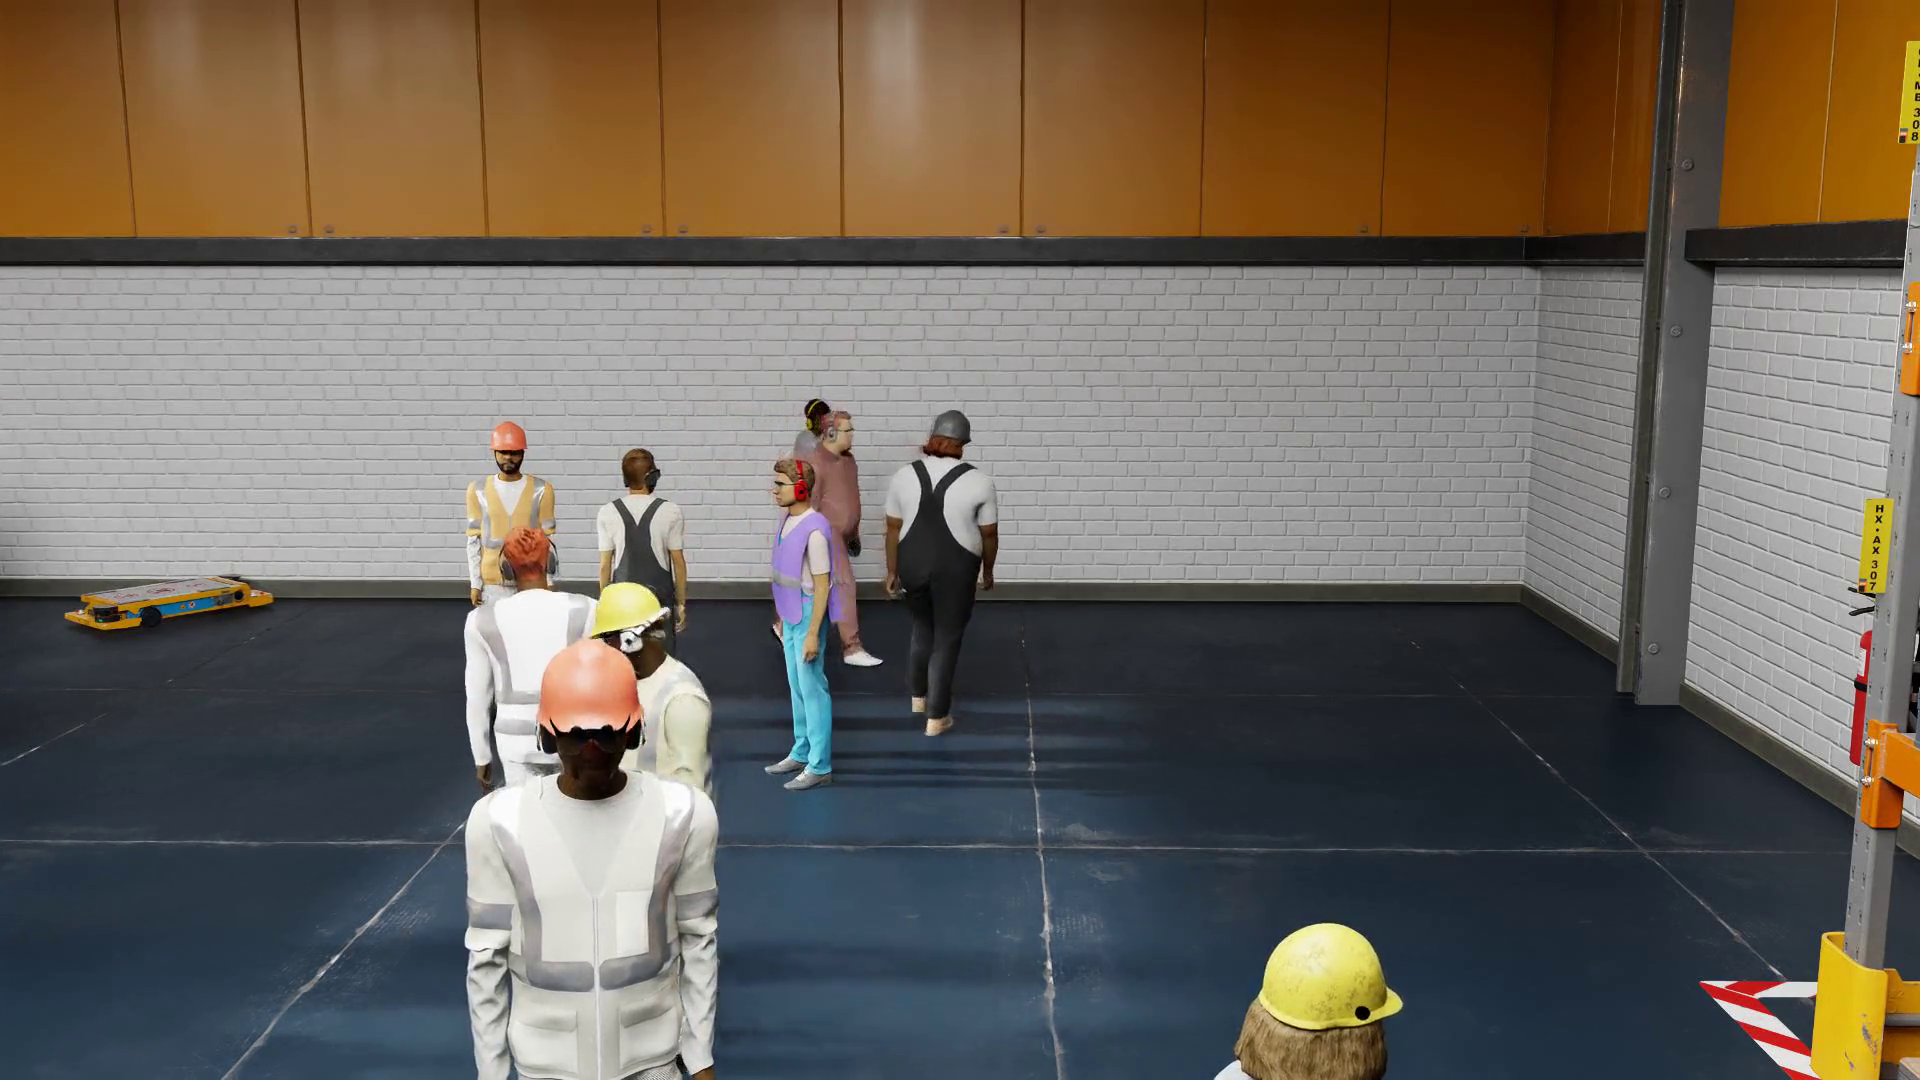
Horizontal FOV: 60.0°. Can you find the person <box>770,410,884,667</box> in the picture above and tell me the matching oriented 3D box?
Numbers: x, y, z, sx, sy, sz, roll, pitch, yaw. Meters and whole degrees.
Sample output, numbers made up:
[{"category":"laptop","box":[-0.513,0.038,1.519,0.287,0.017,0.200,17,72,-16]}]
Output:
[{"category":"person","box":[-1.012,-0.029,12.205,0.941,1.868,0.646,3,10,20]}]

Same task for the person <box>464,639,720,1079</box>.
[{"category":"person","box":[-0.878,1.238,4.052,0.608,2.044,0.372,-2,10,-14]}]

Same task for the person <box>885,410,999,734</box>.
[{"category":"person","box":[-0.078,0.162,10.503,0.702,2.000,0.795,4,10,20]}]

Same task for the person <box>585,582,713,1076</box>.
[{"category":"person","box":[-1.098,1.043,5.959,0.409,1.801,0.603,-8,13,-41]}]

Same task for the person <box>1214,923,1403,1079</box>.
[{"category":"person","box":[0.635,1.547,3.093,0.322,1.743,0.489,-4,10,-23]}]

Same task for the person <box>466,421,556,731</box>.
[{"category":"person","box":[-2.797,0.227,10.410,0.545,1.943,0.347,-2,10,-13]}]

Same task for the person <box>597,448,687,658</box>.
[{"category":"person","box":[-1.860,0.382,9.781,0.506,1.842,0.344,-1,9,-3]}]

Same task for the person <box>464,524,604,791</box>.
[{"category":"person","box":[-1.733,0.856,6.913,0.596,1.847,0.744,-2,10,-12]}]

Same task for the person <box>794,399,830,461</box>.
[{"category":"person","box":[-1.228,-0.257,13.669,0.452,1.831,0.560,-3,10,-16]}]

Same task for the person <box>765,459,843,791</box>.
[{"category":"person","box":[-0.864,0.463,9.278,0.390,1.848,0.563,-4,10,-22]}]

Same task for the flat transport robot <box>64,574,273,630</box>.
[{"category":"flat transport robot","box":[-6.534,0.500,13.769,0.652,0.197,1.431,7,12,38]}]
